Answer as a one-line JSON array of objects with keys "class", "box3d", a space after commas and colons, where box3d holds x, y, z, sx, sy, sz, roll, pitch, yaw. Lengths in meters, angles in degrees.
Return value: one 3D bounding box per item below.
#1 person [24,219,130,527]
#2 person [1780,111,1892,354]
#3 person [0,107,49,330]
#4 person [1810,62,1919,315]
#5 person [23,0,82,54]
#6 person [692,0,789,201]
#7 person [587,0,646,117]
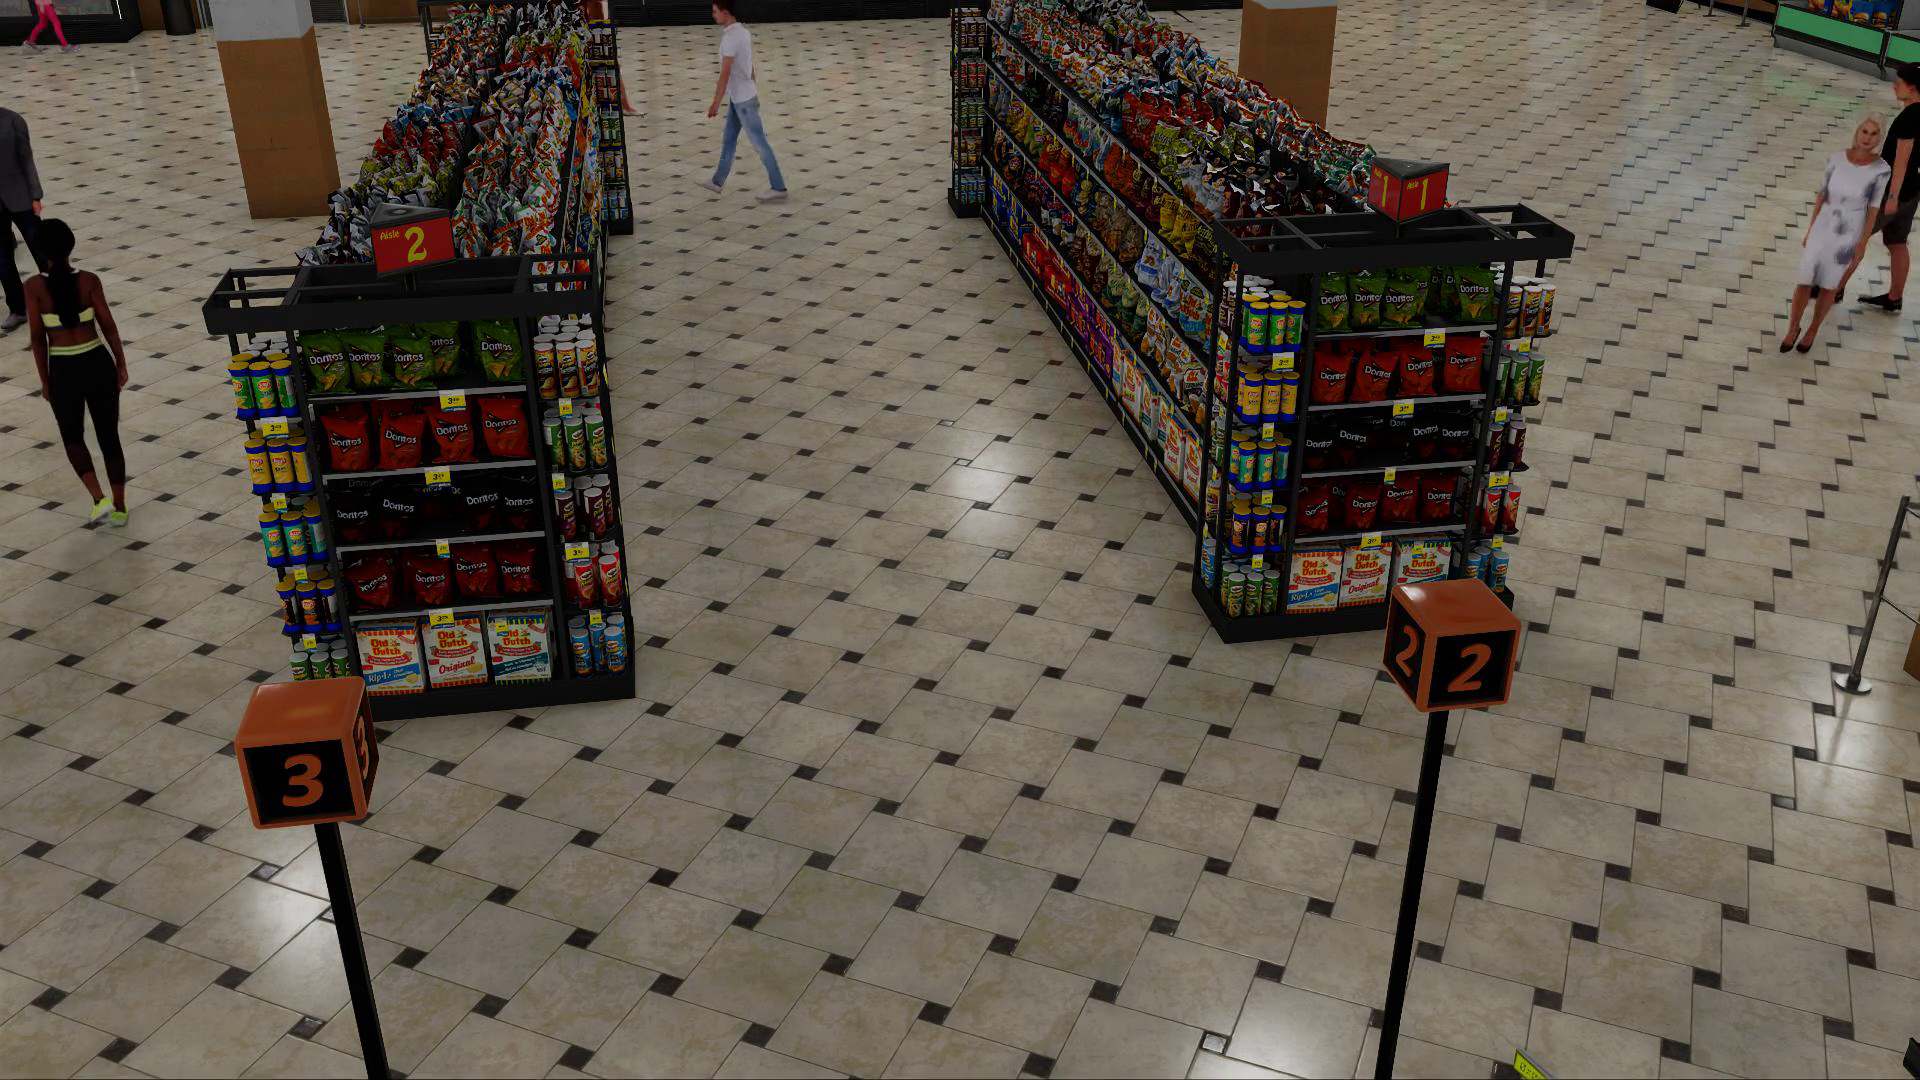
[{"class": "person", "box3d": [-4.729, -0.847, 8.984, 0.711, 1.746, 0.774, -16, 31, -28]}, {"class": "person", "box3d": [6.091, -2.118, 11.513, 0.723, 1.725, 0.783, 19, 33, 33]}, {"class": "person", "box3d": [-6.881, -2.447, 12.003, 0.688, 1.869, 0.596, -7, 28, -13]}, {"class": "person", "box3d": [6.975, -2.544, 12.232, 1.111, 1.836, 1.037, 21, 33, 35]}, {"class": "person", "box3d": [-11.945, -6.951, 21.559, 0.697, 1.260, 0.868, -12, 29, -23]}, {"class": "person", "box3d": [-1.881, -3.970, 15.081, 0.891, 1.802, 1.129, -1, 27, -2]}, {"class": "person", "box3d": [-4.020, -5.444, 18.122, 1.050, 1.679, 1.155, 9, 28, 16]}]
